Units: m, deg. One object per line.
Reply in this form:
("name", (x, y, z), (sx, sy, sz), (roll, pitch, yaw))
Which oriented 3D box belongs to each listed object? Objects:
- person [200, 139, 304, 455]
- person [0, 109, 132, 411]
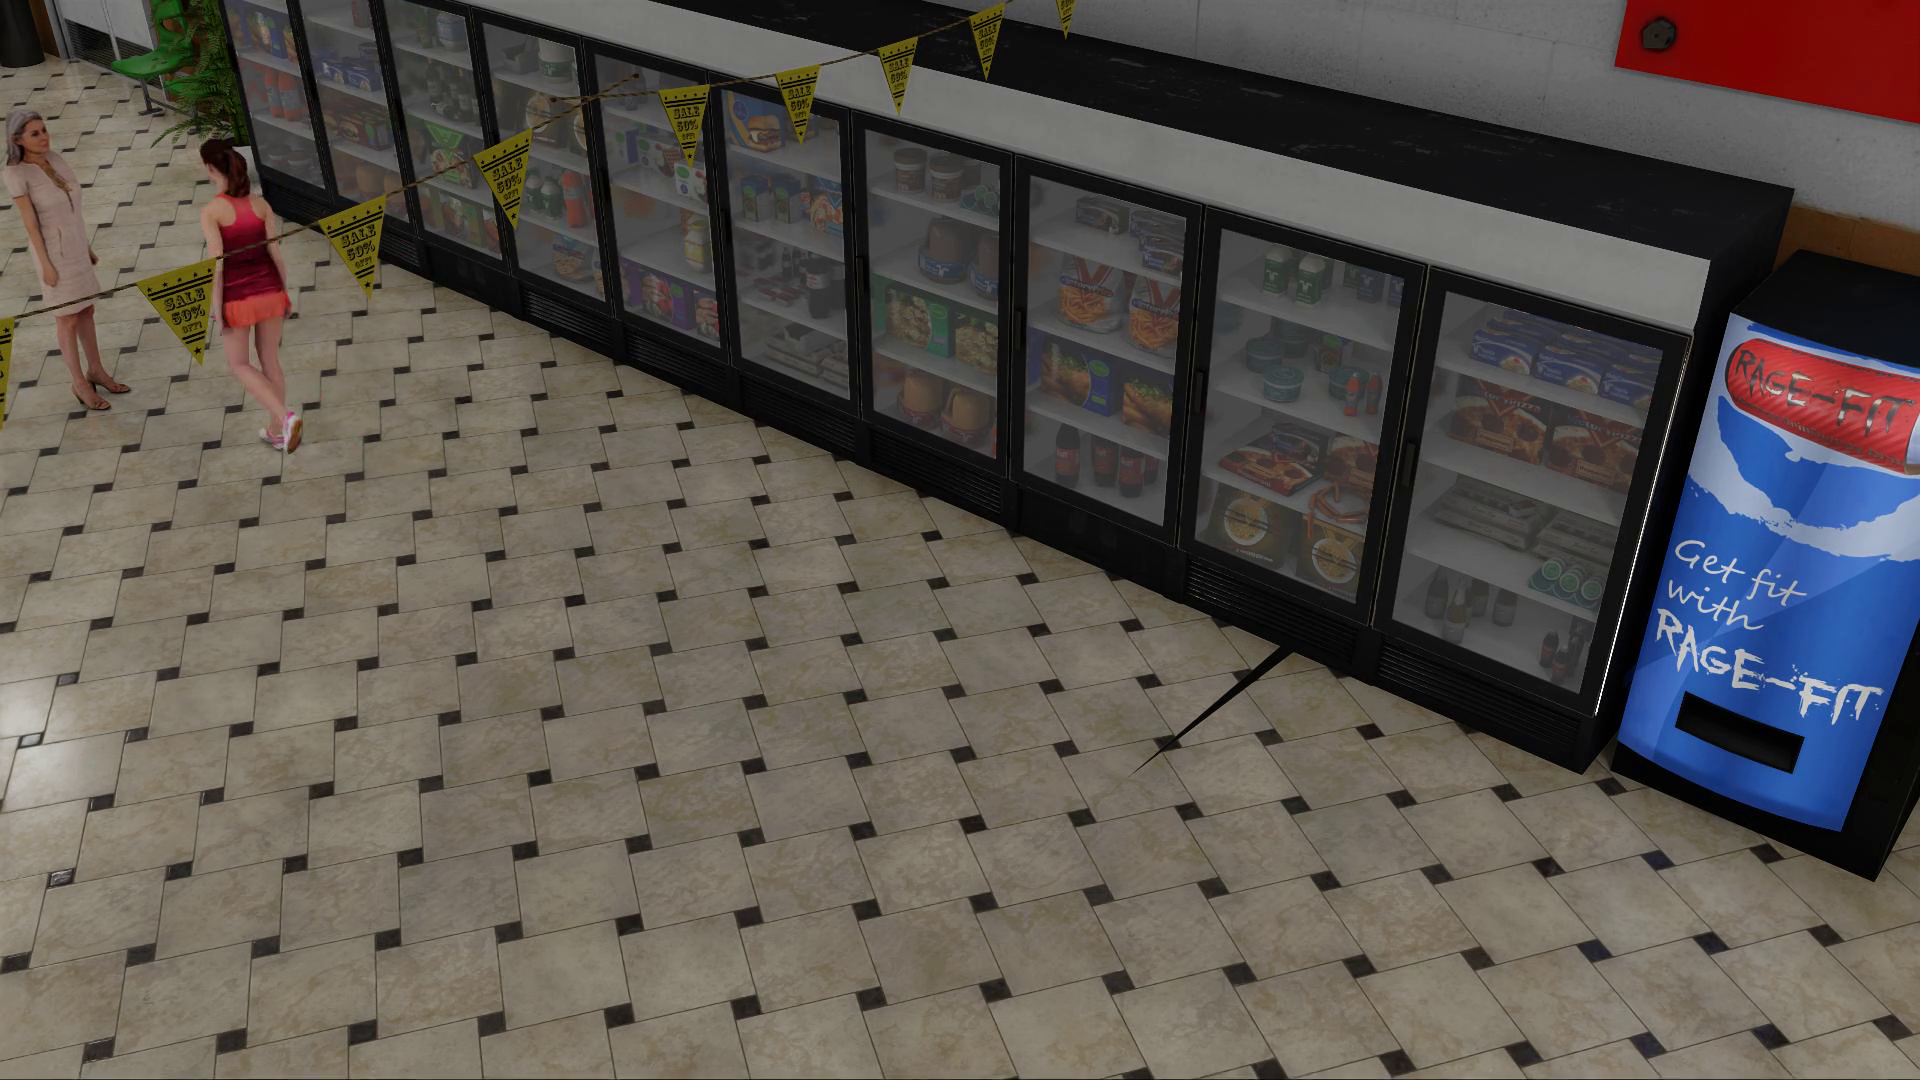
("person", (-3.734, -1.239, 8.871), (0.678, 1.729, 0.768), (23, 38, 32))
("person", (-5.087, -1.586, 9.423), (0.751, 1.735, 0.653), (5, 32, 8))
